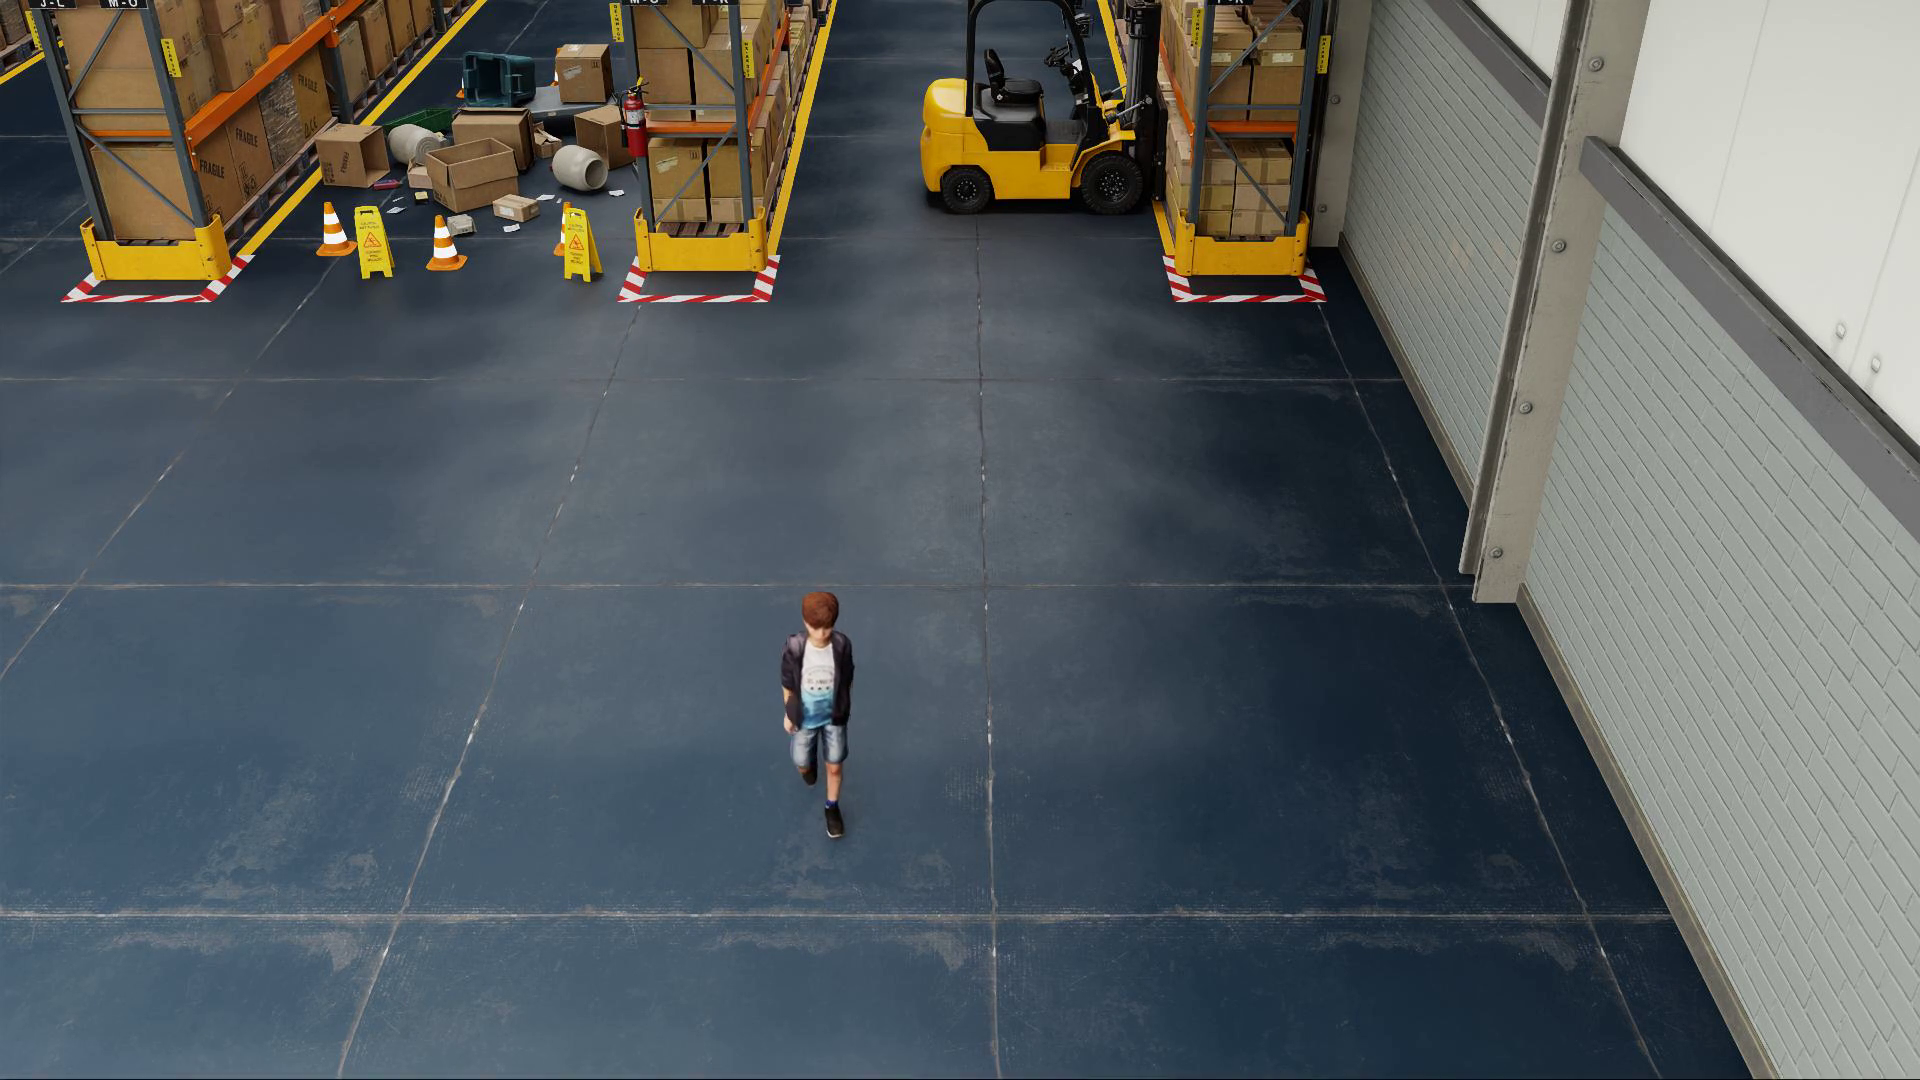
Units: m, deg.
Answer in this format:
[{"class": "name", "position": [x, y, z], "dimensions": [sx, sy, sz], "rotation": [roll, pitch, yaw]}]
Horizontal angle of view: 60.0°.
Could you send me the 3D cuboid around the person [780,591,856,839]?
[{"class": "person", "position": [-0.744, 0.859, 8.698], "dimensions": [0.629, 1.436, 0.812], "rotation": [-6, 33, -10]}]
